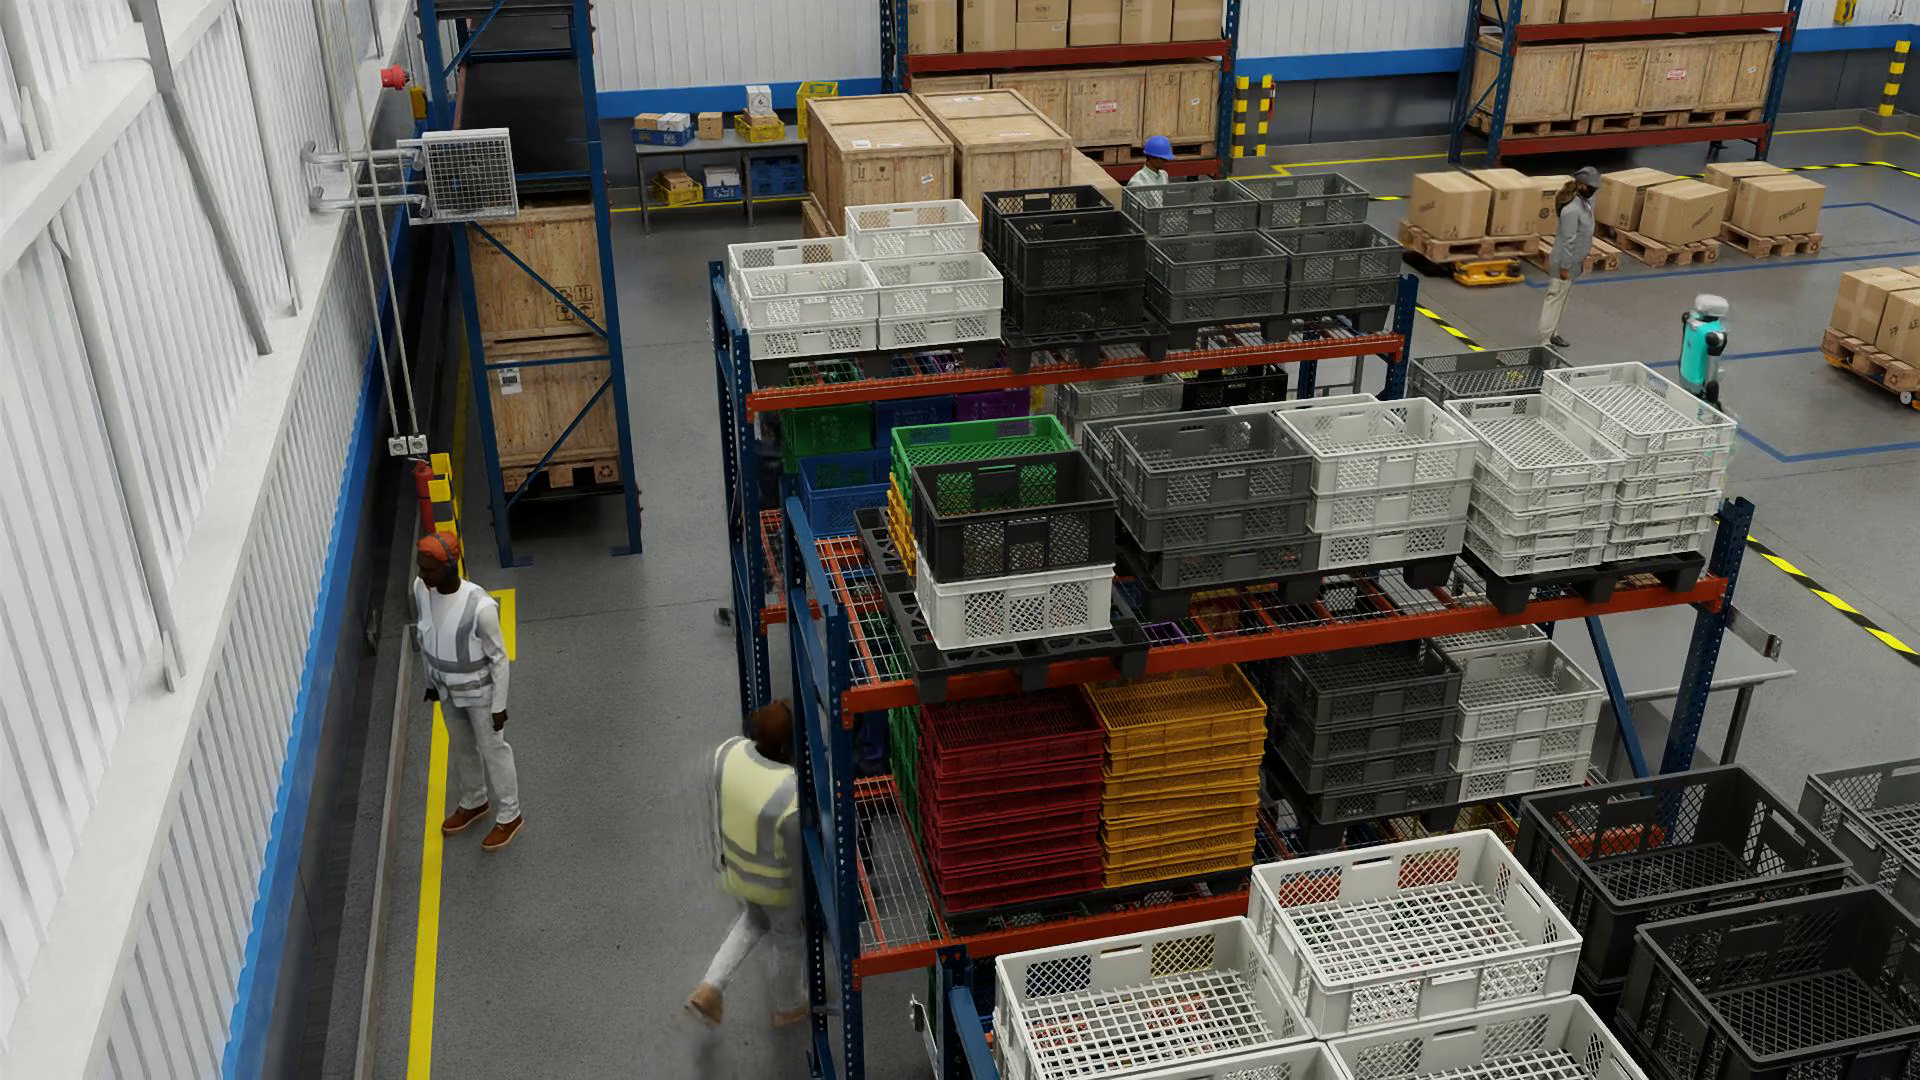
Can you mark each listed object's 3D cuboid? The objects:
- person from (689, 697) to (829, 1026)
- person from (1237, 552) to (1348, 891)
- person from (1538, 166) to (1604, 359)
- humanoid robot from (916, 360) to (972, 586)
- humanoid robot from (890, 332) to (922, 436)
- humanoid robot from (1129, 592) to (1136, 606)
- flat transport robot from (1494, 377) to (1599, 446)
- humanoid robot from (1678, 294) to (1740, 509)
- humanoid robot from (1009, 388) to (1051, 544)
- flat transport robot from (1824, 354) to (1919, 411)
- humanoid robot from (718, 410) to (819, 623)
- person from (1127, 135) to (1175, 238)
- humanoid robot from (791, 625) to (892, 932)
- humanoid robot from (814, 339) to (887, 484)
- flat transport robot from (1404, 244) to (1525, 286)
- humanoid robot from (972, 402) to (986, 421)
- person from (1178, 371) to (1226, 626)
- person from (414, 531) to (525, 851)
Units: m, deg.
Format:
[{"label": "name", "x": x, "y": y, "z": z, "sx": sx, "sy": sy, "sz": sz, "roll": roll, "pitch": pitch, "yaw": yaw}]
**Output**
[{"label": "person", "x": -0.891, "y": 1.528, "z": 7.490, "sx": 0.571, "sy": 1.819, "sz": 0.659, "roll": -22, "pitch": 35, "yaw": -36}, {"label": "person", "x": 1.611, "y": 0.970, "z": 8.306, "sx": 0.608, "sy": 2.042, "sz": 0.394, "roll": -12, "pitch": 30, "yaw": -21}, {"label": "person", "x": 5.596, "y": -2.571, "z": 15.315, "sx": 0.400, "sy": 1.765, "sz": 0.572, "roll": 14, "pitch": 31, "yaw": 25}, {"label": "humanoid robot", "x": -0.313, "y": -0.348, "z": 11.134, "sx": 0.864, "sy": 1.745, "sz": 0.542, "roll": -16, "pitch": 32, "yaw": -28}, {"label": "humanoid robot", "x": -0.373, "y": -0.951, "z": 12.333, "sx": 0.374, "sy": 1.642, "sz": 0.603, "roll": 8, "pitch": 29, "yaw": 15}, {"label": "humanoid robot", "x": 1.340, "y": -0.095, "z": 10.765, "sx": 0.720, "sy": 1.651, "sz": 0.586, "roll": -4, "pitch": 28, "yaw": -8}, {"label": "flat transport robot", "x": 4.780, "y": -1.036, "z": 14.013, "sx": 0.659, "sy": 0.231, "sz": 1.431, "roll": -6, "pitch": 28, "yaw": -12}, {"label": "humanoid robot", "x": 5.608, "y": -0.924, "z": 12.293, "sx": 0.753, "sy": 1.837, "sz": 0.535, "roll": -1, "pitch": 28, "yaw": -2}, {"label": "humanoid robot", "x": 0.524, "y": -0.212, "z": 10.913, "sx": 0.755, "sy": 1.805, "sz": 0.541, "roll": -10, "pitch": 29, "yaw": -19}, {"label": "flat transport robot", "x": 8.473, "y": -1.467, "z": 14.800, "sx": 0.652, "sy": 0.197, "sz": 1.431, "roll": -6, "pitch": 28, "yaw": -12}, {"label": "humanoid robot", "x": -1.283, "y": -0.136, "z": 10.819, "sx": 0.614, "sy": 1.633, "sz": 0.620, "roll": -1, "pitch": 28, "yaw": -2}, {"label": "person", "x": 1.775, "y": -2.846, "z": 15.659, "sx": 0.412, "sy": 1.939, "sz": 0.602, "roll": 19, "pitch": 33, "yaw": 31}, {"label": "humanoid robot", "x": -0.572, "y": 1.193, "z": 8.272, "sx": 0.616, "sy": 1.641, "sz": 0.398, "roll": -11, "pitch": 30, "yaw": -20}, {"label": "humanoid robot", "x": -0.828, "y": -0.628, "z": 11.655, "sx": 0.540, "sy": 1.792, "sz": 0.670, "roll": -15, "pitch": 31, "yaw": -26}, {"label": "flat transport robot", "x": 5.395, "y": -3.053, "z": 17.810, "sx": 0.652, "sy": 0.197, "sz": 1.431, "roll": -6, "pitch": 28, "yaw": -12}, {"label": "humanoid robot", "x": 0.337, "y": -0.202, "z": 10.865, "sx": 0.795, "sy": 1.775, "sz": 0.531, "roll": -18, "pitch": 33, "yaw": -30}, {"label": "person", "x": 1.498, "y": -0.300, "z": 11.005, "sx": 0.945, "sy": 1.778, "sz": 0.605, "roll": 22, "pitch": 35, "yaw": 36}, {"label": "person", "x": -2.617, "y": 0.794, "z": 8.808, "sx": 0.576, "sy": 1.881, "sz": 0.347, "roll": 17, "pitch": 32, "yaw": 28}]
